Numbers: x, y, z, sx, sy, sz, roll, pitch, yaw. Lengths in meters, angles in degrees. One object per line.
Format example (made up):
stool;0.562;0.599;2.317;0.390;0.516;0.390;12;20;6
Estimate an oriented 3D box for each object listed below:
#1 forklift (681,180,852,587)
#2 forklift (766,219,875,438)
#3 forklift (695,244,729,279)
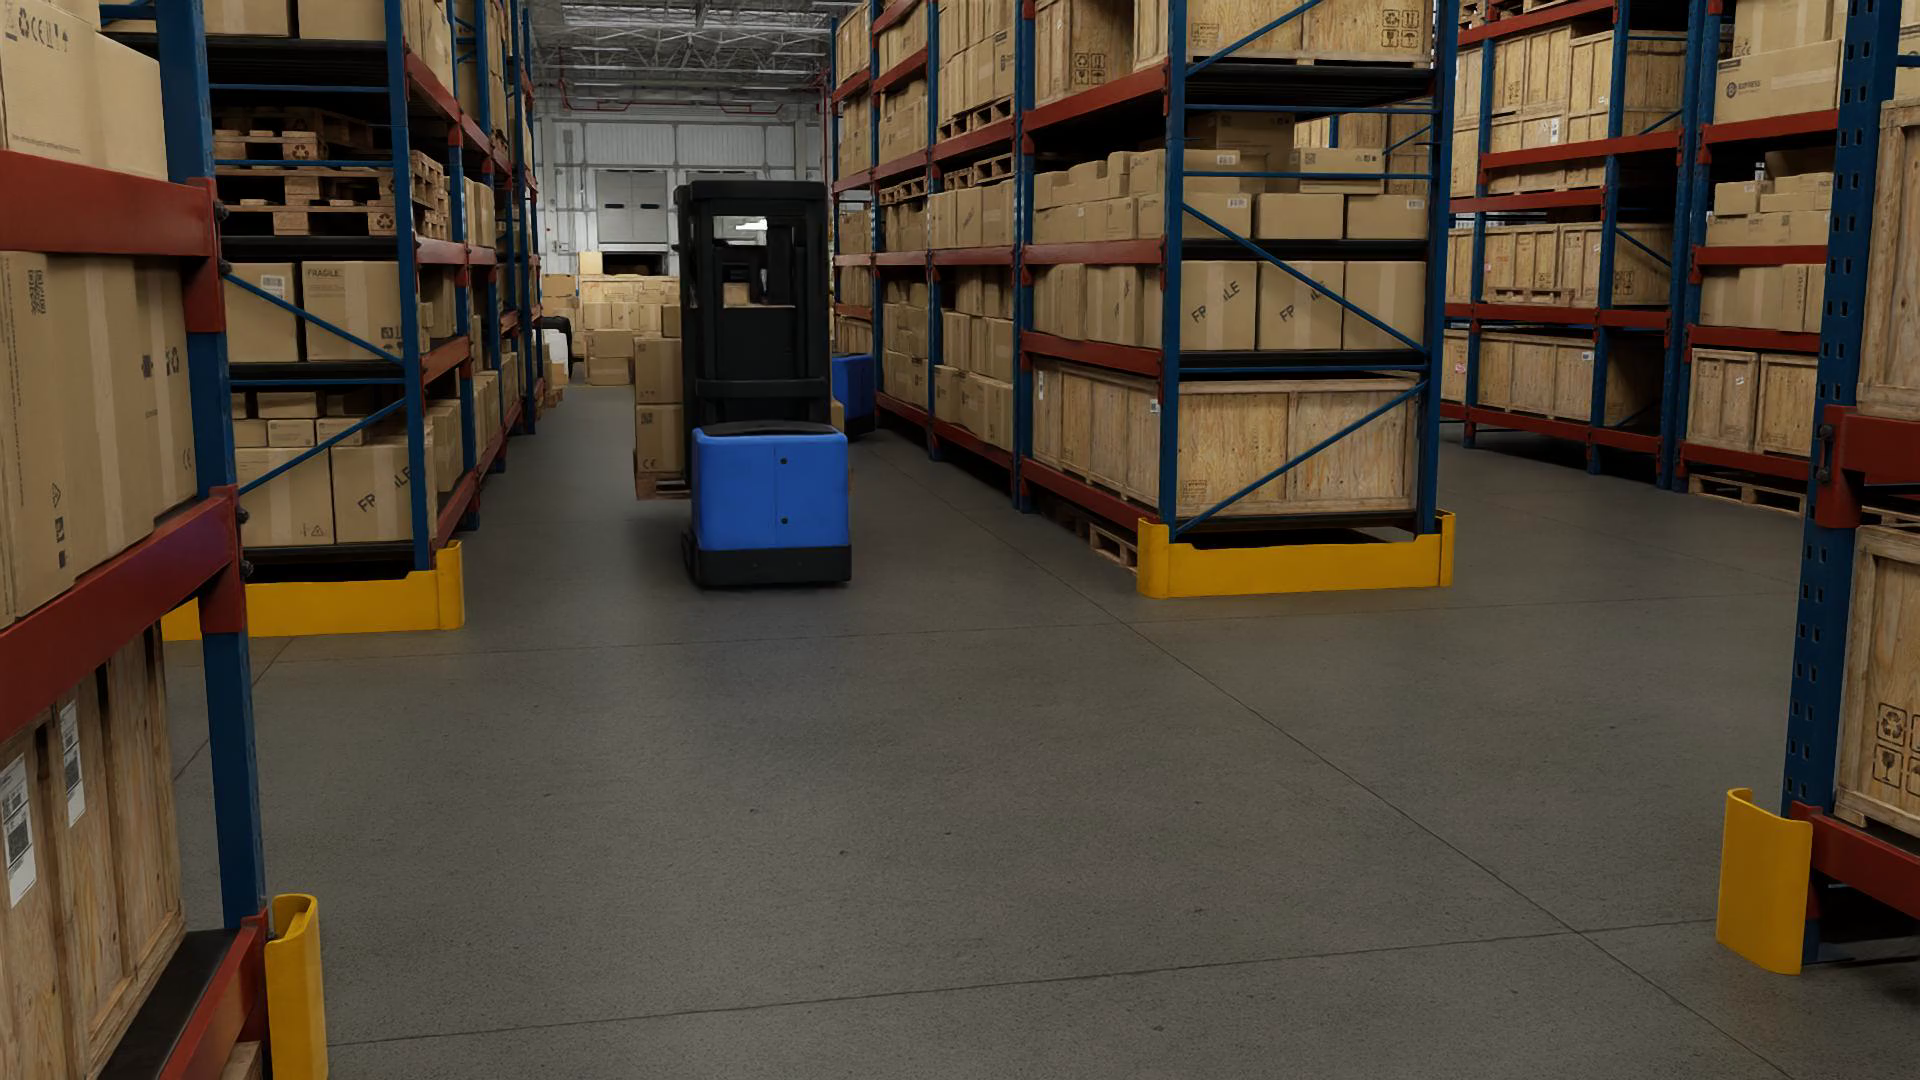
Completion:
forklift;-1.437;-1.177;11.996;1.129;2.768;1.873;-2;10;-12
forklift;-2.139;-2.736;21.503;1.873;2.768;1.129;3;10;18
forklift;-6.639;-6.533;44.642;1.129;2.768;1.873;5;11;28
